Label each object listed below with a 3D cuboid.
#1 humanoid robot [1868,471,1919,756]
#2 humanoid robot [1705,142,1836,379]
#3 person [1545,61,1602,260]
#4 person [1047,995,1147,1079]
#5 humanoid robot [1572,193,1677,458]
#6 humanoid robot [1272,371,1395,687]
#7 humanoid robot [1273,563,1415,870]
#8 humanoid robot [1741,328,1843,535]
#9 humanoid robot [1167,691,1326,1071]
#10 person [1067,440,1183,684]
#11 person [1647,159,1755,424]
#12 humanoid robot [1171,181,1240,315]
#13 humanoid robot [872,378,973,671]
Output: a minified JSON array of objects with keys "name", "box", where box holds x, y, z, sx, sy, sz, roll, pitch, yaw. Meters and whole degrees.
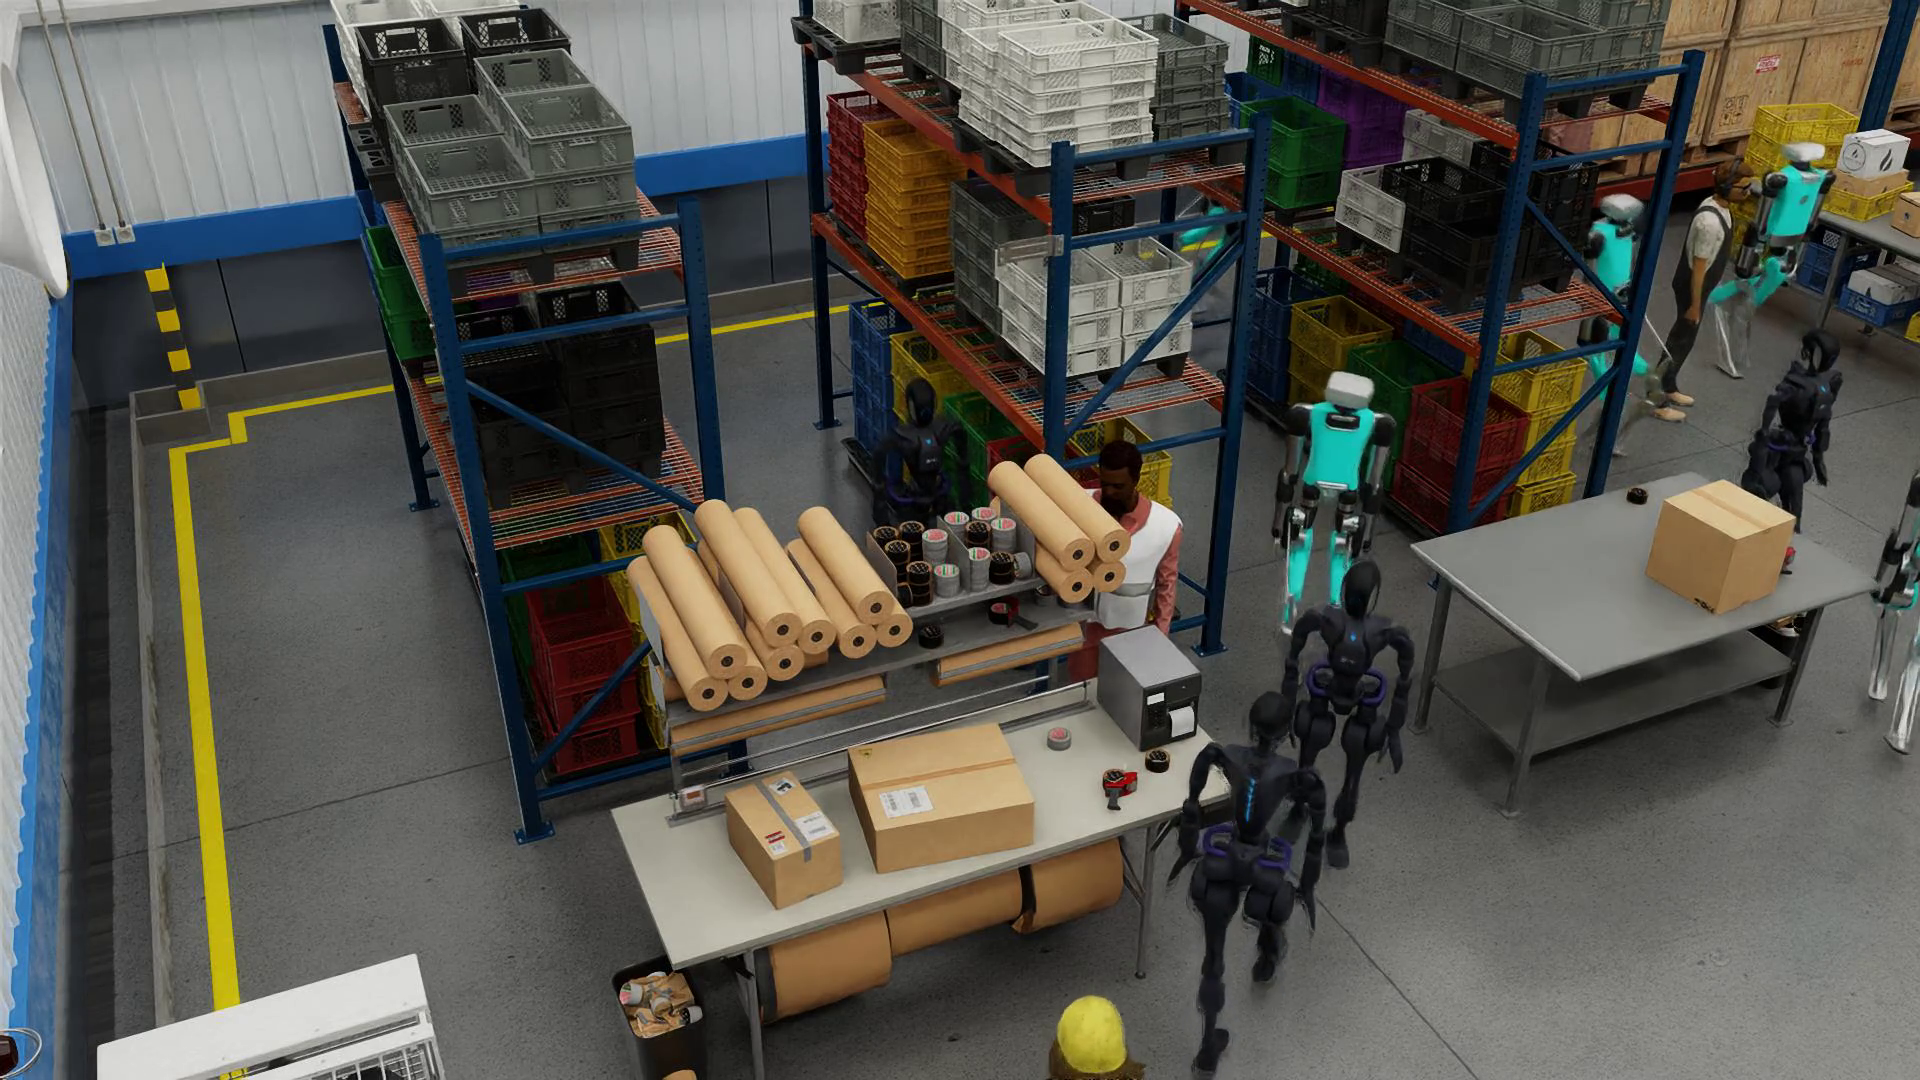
[{"name":"humanoid robot","box":[4.803,0.205,8.234,0.540,1.725,1.013,14,34,21]},{"name":"humanoid robot","box":[5.647,-1.968,11.834,0.549,1.871,0.661,-8,33,-13]},{"name":"person","box":[4.953,-3.075,13.542,0.523,1.762,0.337,-22,38,-31]},{"name":"person","box":[0.398,2.085,5.186,0.492,1.749,0.330,-7,32,-10]},{"name":"humanoid robot","box":[4.286,-1.263,10.656,0.530,1.806,0.824,-22,38,-31]},{"name":"humanoid robot","box":[1.848,0.050,8.472,0.534,1.772,0.655,6,32,9]},{"name":"humanoid robot","box":[1.706,0.760,7.405,0.586,1.639,0.418,9,33,14]},{"name":"humanoid robot","box":[4.624,-0.458,9.407,0.616,1.636,0.734,-14,34,-22]},{"name":"humanoid robot","box":[1.128,1.288,6.580,0.610,1.623,0.797,11,33,17]},{"name":"person","box":[0.708,0.375,7.789,0.587,1.920,0.390,10,33,16]},{"name":"person","box":[4.972,-1.675,11.203,0.338,1.836,0.500,15,35,23]},{"name":"humanoid robot","box":[1.898,-2.407,12.477,0.914,1.762,0.553,-13,34,-19]},{"name":"humanoid robot","box":[-0.171,-0.112,8.821,0.611,1.641,0.536,-14,34,-21]}]
